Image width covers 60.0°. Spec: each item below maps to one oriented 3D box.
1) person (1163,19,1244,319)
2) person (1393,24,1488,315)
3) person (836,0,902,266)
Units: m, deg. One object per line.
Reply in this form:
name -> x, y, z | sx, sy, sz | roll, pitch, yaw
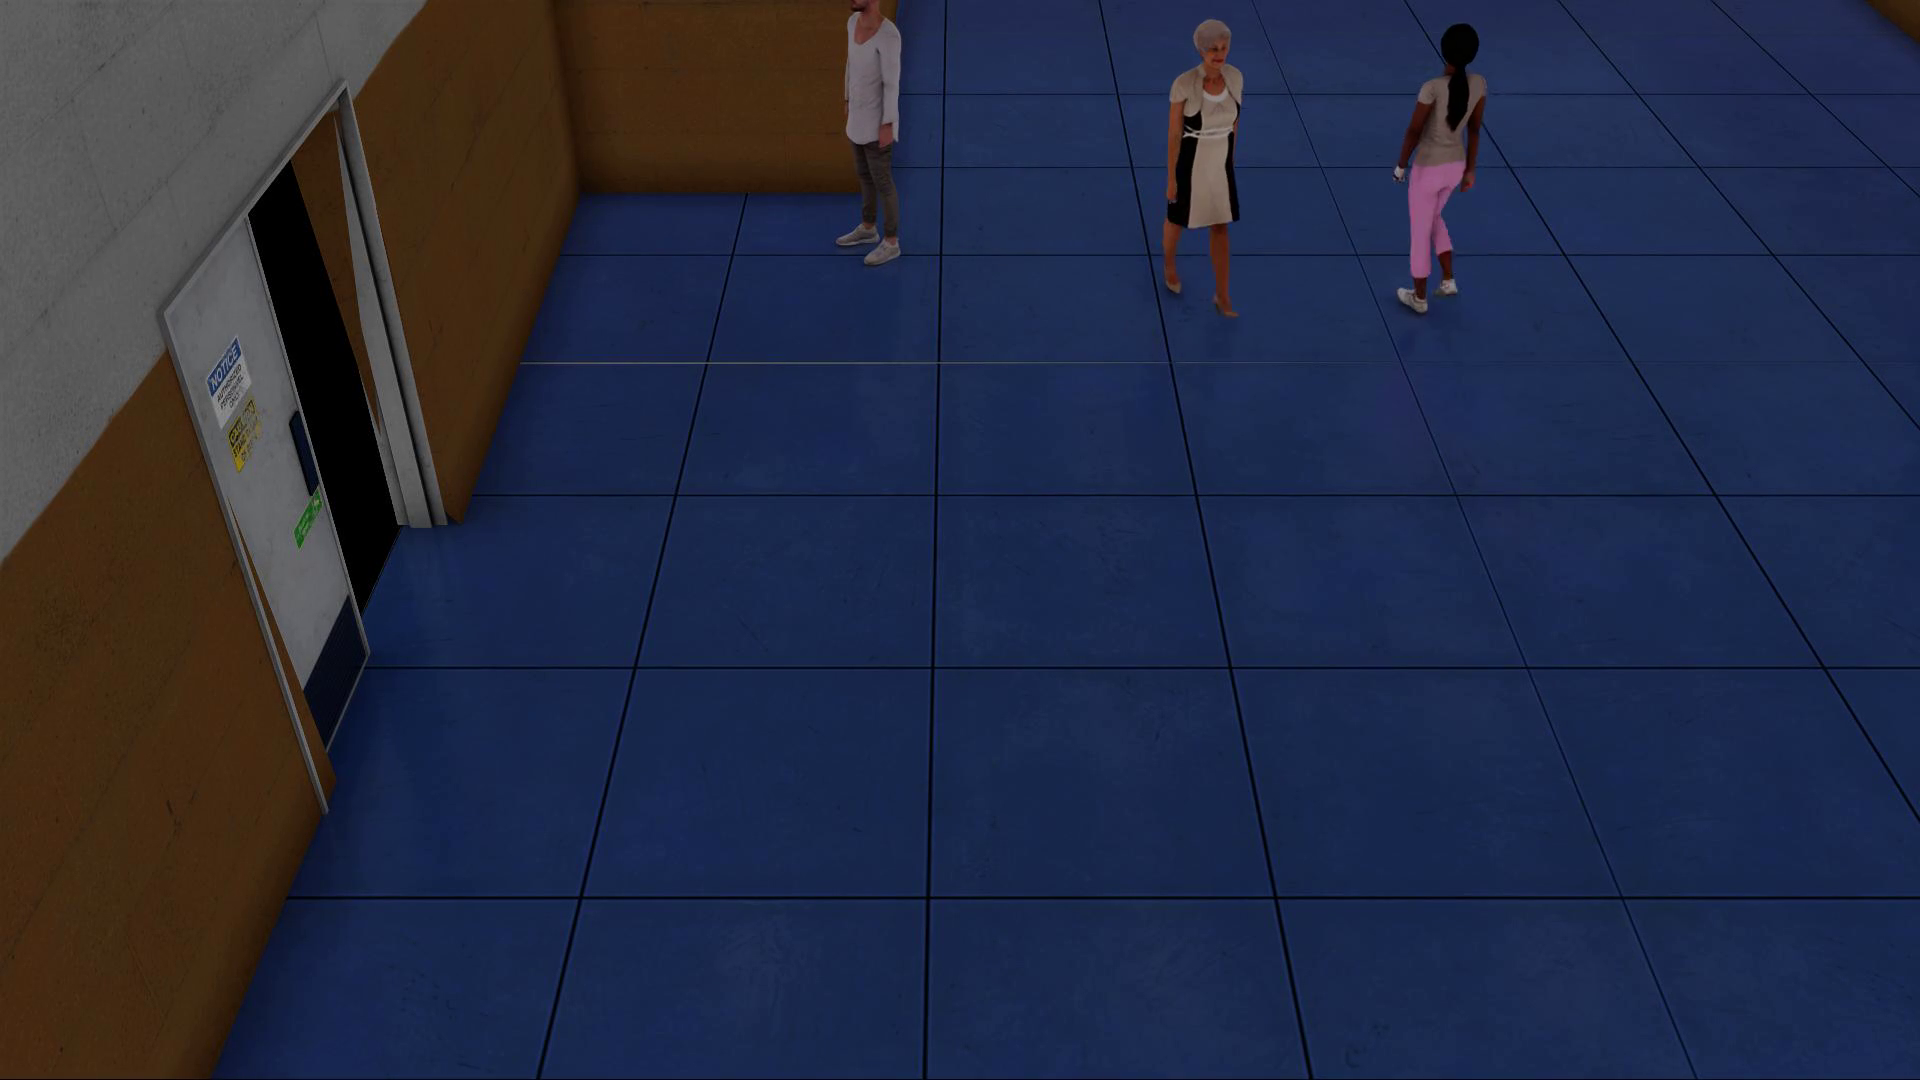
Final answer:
person -> 1.358, -2.181, 9.686 | 1.071, 1.717, 0.917 | -11, 38, -14
person -> 2.771, -2.057, 9.508 | 0.706, 1.732, 0.749 | -12, 39, -16
person -> -0.539, -2.596, 10.137 | 0.761, 1.840, 0.753 | -22, 42, -26
